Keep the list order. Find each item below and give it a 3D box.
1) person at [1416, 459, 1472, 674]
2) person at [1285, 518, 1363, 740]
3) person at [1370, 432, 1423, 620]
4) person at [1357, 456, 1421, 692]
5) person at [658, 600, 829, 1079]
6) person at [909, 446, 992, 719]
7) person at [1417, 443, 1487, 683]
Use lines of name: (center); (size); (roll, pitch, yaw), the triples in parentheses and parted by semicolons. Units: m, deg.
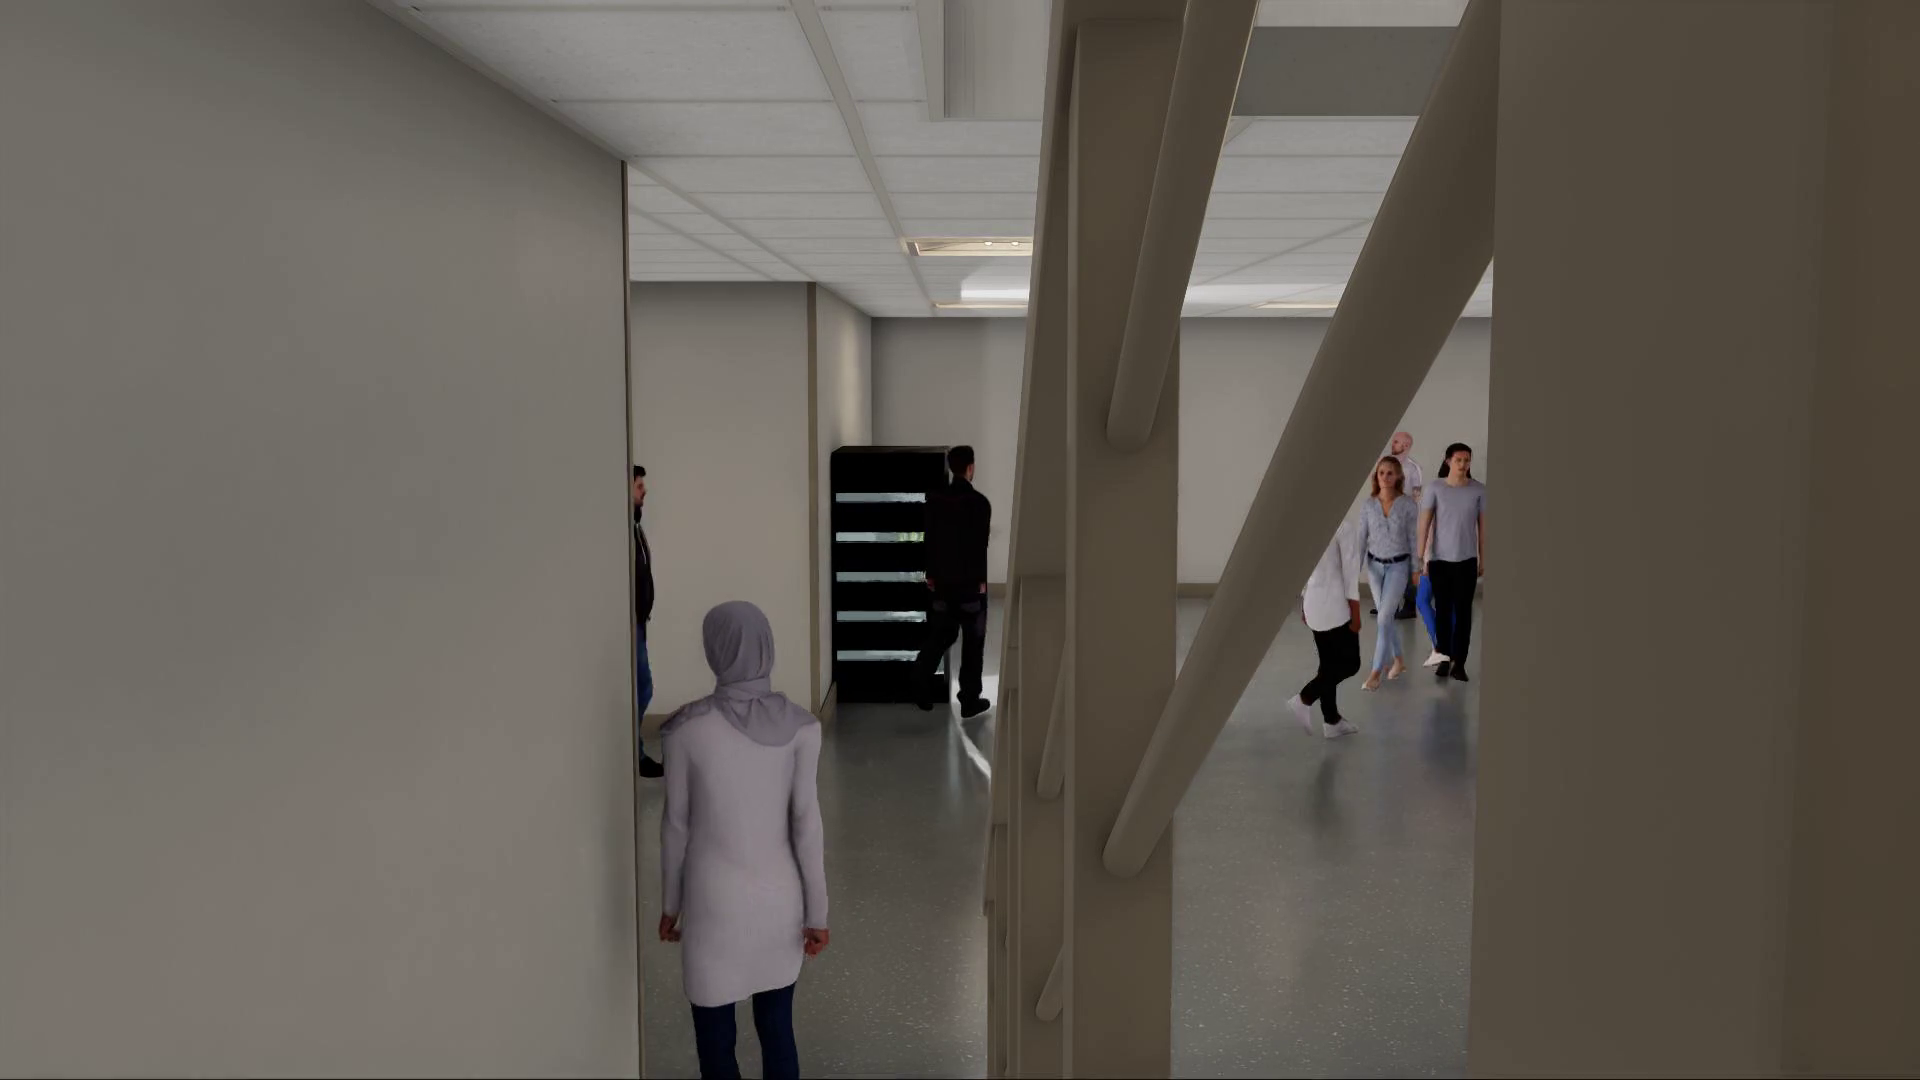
person: (3.928, 0.212, 13.196); (0.753, 1.741, 0.718); (-2, 6, -19)
person: (2.357, 0.426, 10.794); (0.948, 1.797, 0.961); (-3, 7, -29)
person: (4.351, -0.158, 16.423); (0.806, 1.832, 0.661); (-2, 6, -22)
person: (3.258, 0.275, 12.582); (1.033, 1.740, 1.262); (3, 7, 28)
person: (-0.606, 1.065, 4.617); (0.816, 1.763, 1.072); (-1, 6, -13)
person: (-0.044, 0.312, 11.457); (0.990, 1.892, 1.119); (4, 7, 32)
person: (3.891, 0.170, 13.114); (0.874, 1.841, 1.029); (2, 6, 21)
